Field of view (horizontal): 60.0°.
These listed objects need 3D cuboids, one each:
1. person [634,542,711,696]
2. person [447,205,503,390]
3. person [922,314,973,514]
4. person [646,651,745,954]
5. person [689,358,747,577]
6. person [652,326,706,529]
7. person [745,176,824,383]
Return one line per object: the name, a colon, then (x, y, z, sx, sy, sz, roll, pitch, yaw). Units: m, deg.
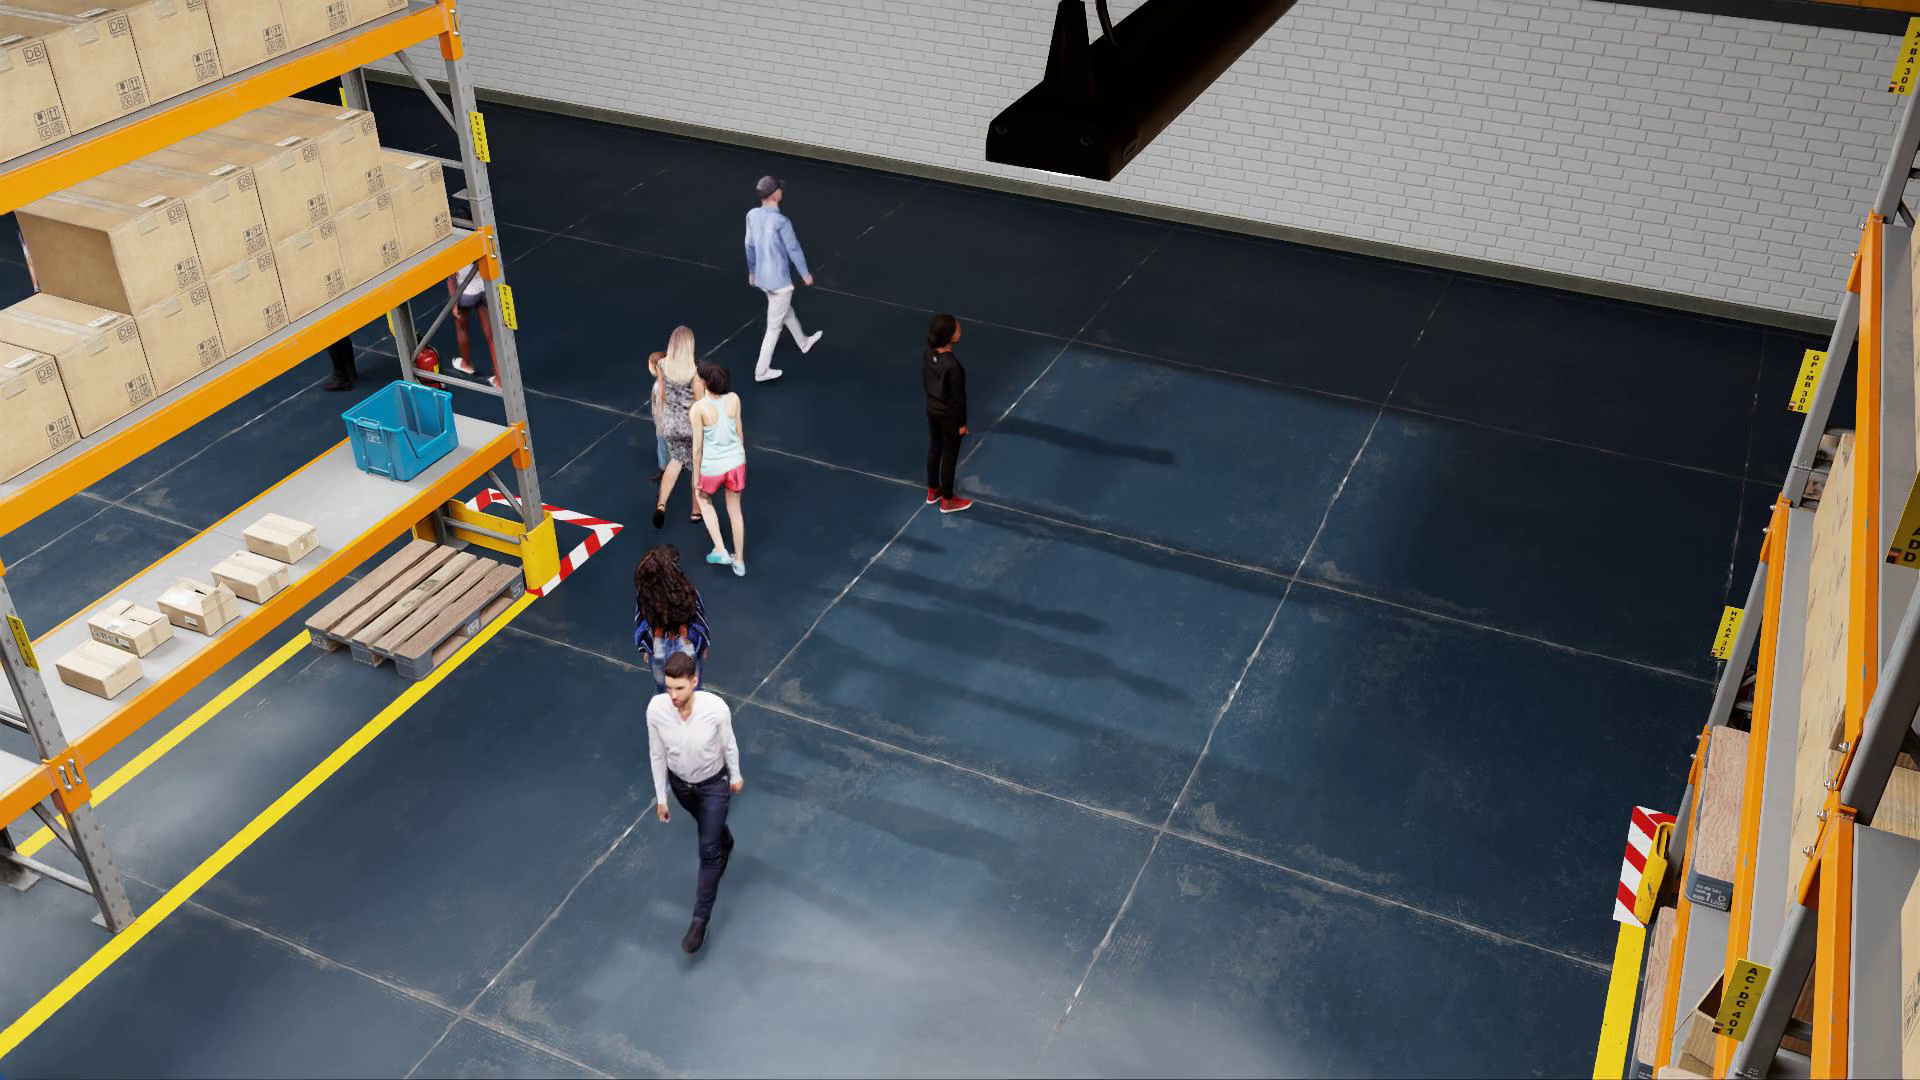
person: (-1.808, 0.702, 10.512, 0.701, 1.618, 0.708, -2, 34, -3)
person: (-4.240, -2.095, 14.648, 0.990, 1.698, 0.942, -24, 40, -31)
person: (-0.120, -0.994, 13.012, 0.660, 1.674, 0.669, -23, 40, -30)
person: (-1.452, 1.307, 9.428, 0.841, 1.810, 1.302, 5, 34, 8)
person: (-1.715, -0.489, 12.181, 0.741, 1.754, 0.820, -18, 38, -25)
person: (-2.149, -0.795, 12.709, 0.601, 1.678, 0.858, 13, 36, 19)
person: (-1.702, -2.278, 14.793, 1.235, 1.841, 0.930, -28, 43, -36)
